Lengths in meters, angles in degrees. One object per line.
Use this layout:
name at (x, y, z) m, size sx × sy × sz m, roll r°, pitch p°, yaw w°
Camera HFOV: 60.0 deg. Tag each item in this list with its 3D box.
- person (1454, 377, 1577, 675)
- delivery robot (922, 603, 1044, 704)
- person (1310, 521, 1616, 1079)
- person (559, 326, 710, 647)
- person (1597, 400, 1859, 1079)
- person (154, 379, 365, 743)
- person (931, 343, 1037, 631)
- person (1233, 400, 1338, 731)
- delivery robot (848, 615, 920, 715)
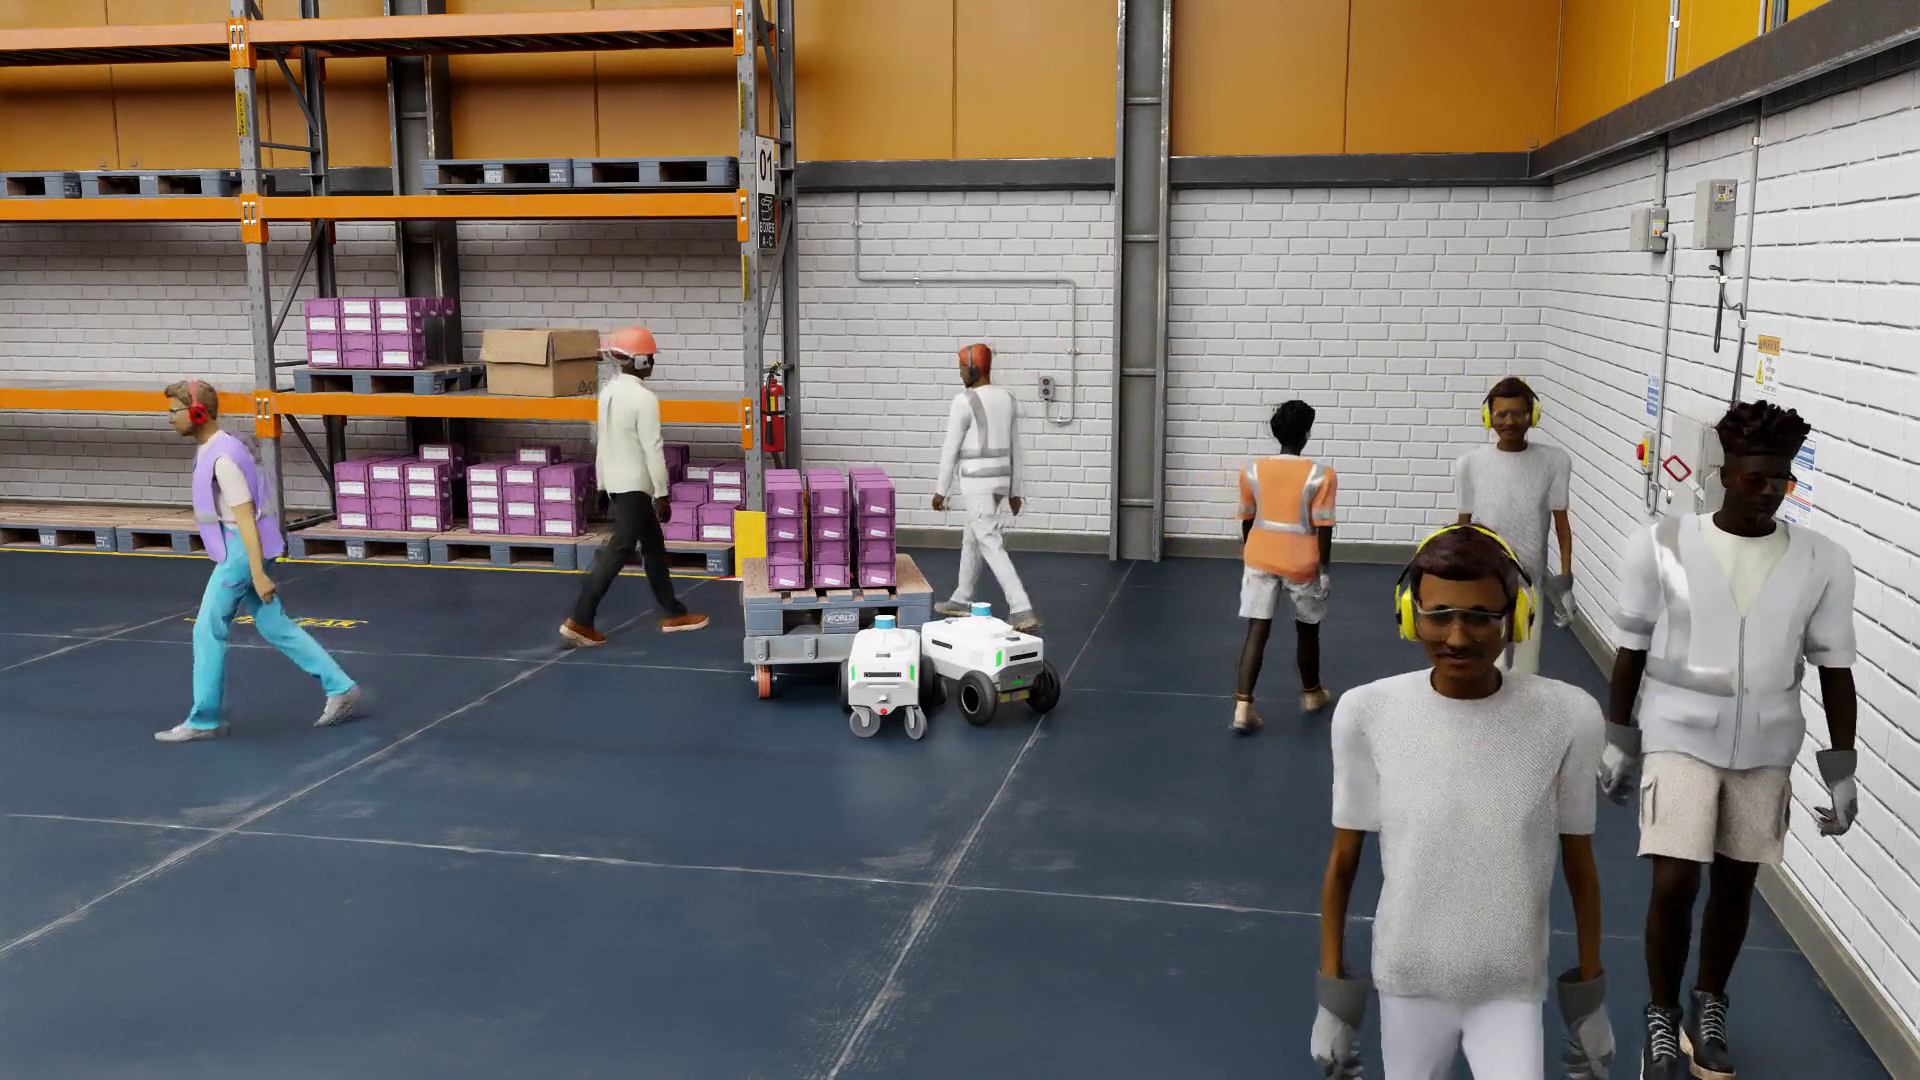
person at (2.468, 0.177, 7.473) m, size 0.532 × 1.835 × 0.813 m, roll 1°, pitch 10°, yaw 9°
delivery robot at (0.110, 0.570, 8.657) m, size 0.477 × 0.478 × 0.707 m, roll -7°, pitch 12°, yaw -36°
person at (0.958, 0.879, 3.172) m, size 0.569 × 1.849 × 0.443 m, roll 3°, pitch 10°, yaw 16°
person at (-2.045, -0.333, 10.197) m, size 1.017 × 1.956 × 0.643 m, roll -7°, pitch 12°, yaw -35°
person at (2.141, 0.593, 4.576) m, size 0.656 × 1.954 × 0.569 m, roll 2°, pitch 10°, yaw 10°
person at (-3.453, 0.091, 8.161) m, size 0.947 × 1.785 × 0.565 m, roll -4°, pitch 10°, yaw -22°
person at (0.178, -0.338, 10.614) m, size 0.982 × 1.837 × 0.566 m, roll 8°, pitch 12°, yaw 39°
person at (1.630, 0.122, 8.353) m, size 0.539 × 1.654 × 0.871 m, roll 5°, pitch 11°, yaw 29°
delivery robot at (-0.375, 0.621, 8.352) m, size 0.477 × 0.478 × 0.707 m, roll 0°, pitch 9°, yaw 0°
